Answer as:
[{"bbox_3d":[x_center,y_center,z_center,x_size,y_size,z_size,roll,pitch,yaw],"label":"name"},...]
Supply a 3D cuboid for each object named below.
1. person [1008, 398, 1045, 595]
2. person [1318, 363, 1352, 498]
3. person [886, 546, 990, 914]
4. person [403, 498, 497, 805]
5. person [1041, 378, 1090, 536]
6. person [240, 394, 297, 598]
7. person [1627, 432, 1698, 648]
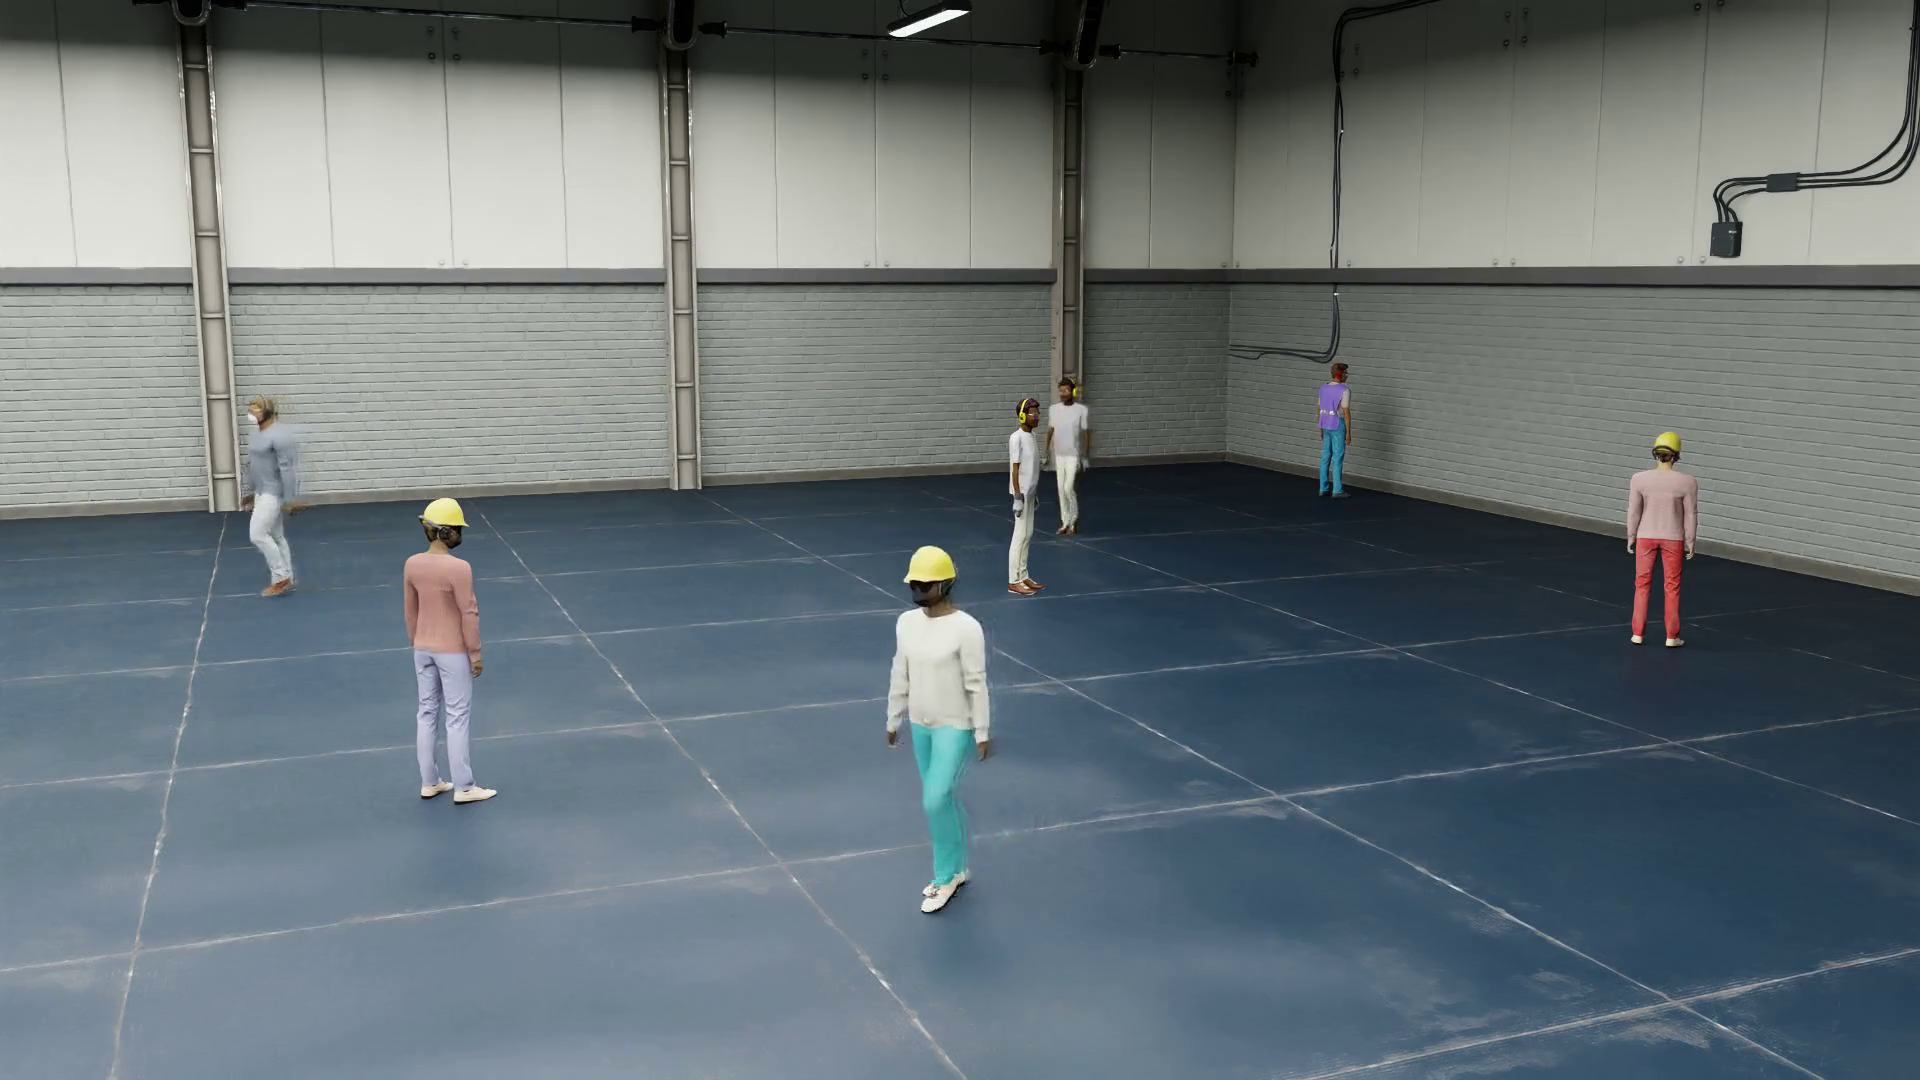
[{"bbox_3d":[0.640,-0.423,15.909,0.312,1.869,0.538,3,10,21],"label":"person"},{"bbox_3d":[5.106,-1.492,22.701,0.373,1.840,0.571,-5,10,-30],"label":"person"},{"bbox_3d":[-0.148,0.899,7.962,0.553,1.748,0.599,8,12,41],"label":"person"},{"bbox_3d":[-2.954,0.640,9.580,0.523,1.762,0.329,5,10,29],"label":"person"},{"bbox_3d":[1.223,-0.967,19.400,0.529,1.852,0.525,5,11,31],"label":"person"},{"bbox_3d":[-6.536,-0.404,15.636,0.526,1.921,0.636,-8,12,-39],"label":"person"},{"bbox_3d":[5.729,-0.001,13.587,0.533,1.765,0.326,5,10,30],"label":"person"}]
